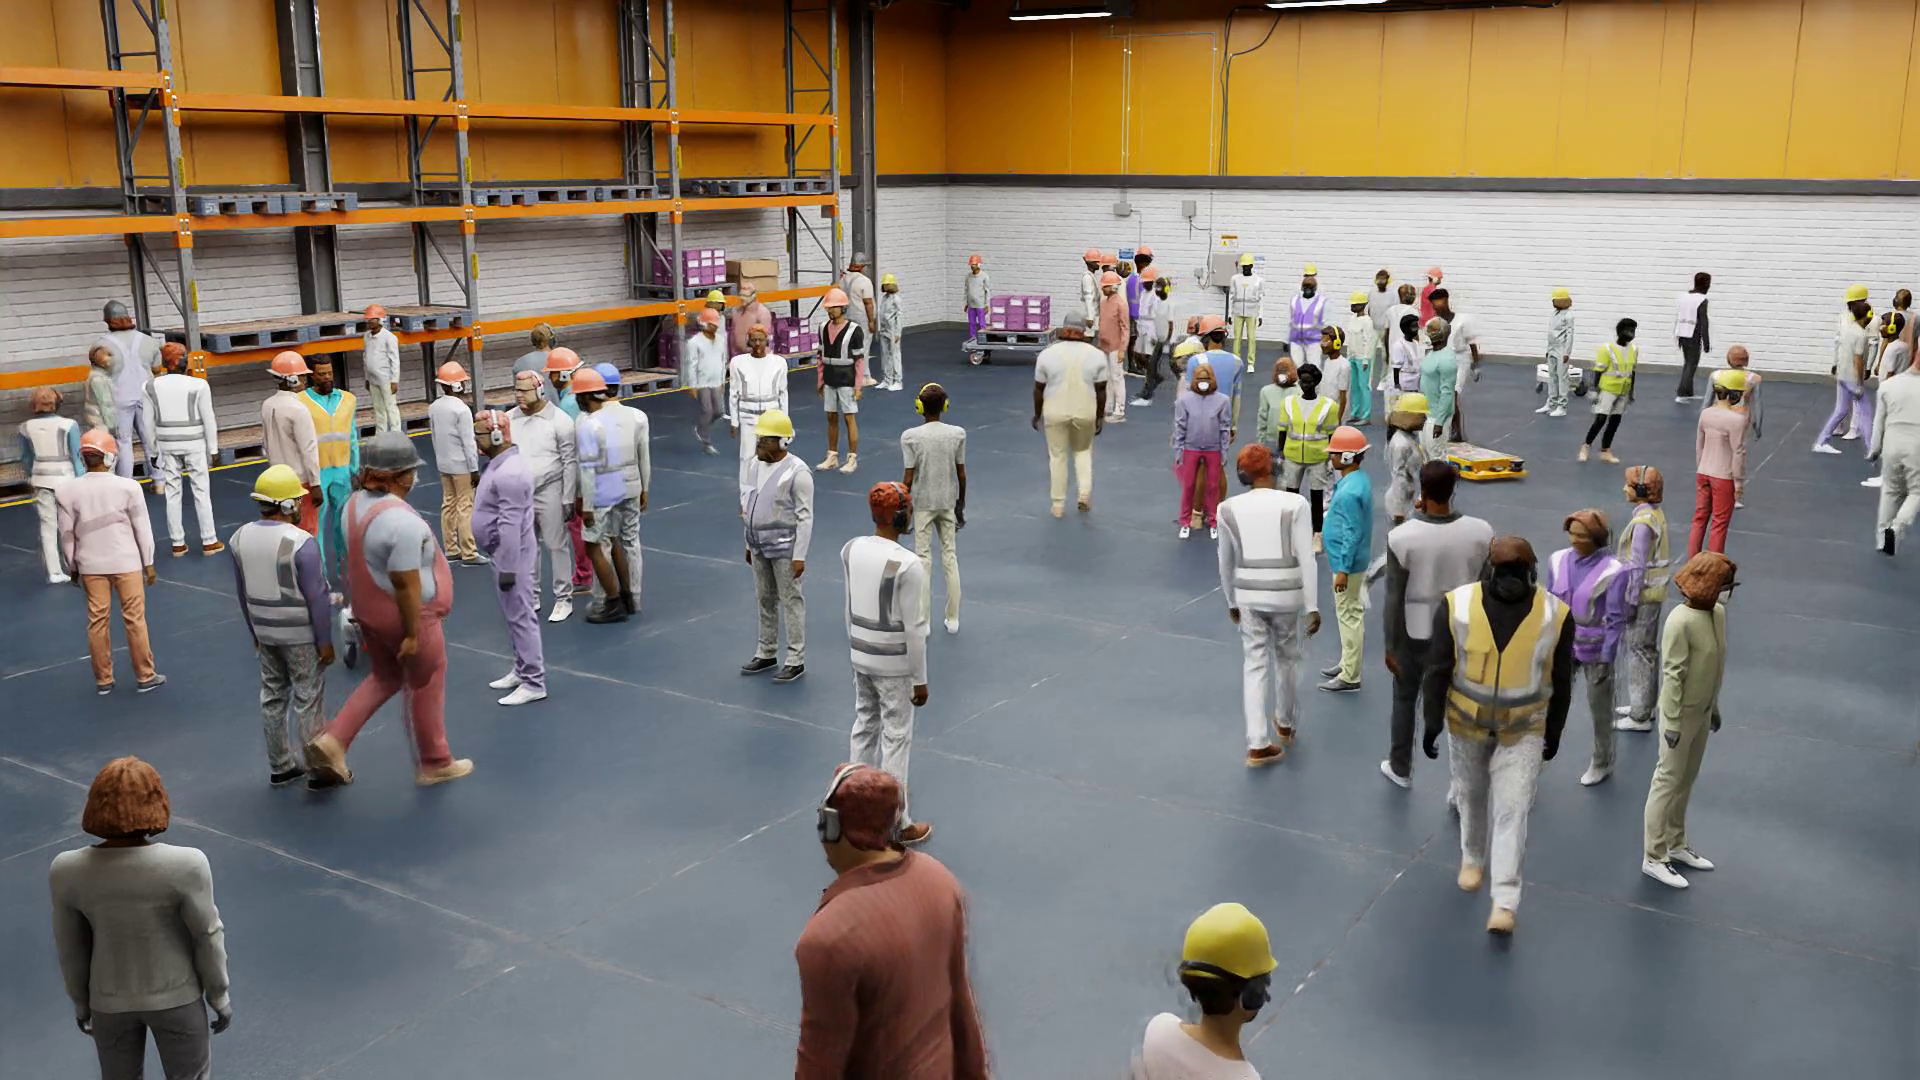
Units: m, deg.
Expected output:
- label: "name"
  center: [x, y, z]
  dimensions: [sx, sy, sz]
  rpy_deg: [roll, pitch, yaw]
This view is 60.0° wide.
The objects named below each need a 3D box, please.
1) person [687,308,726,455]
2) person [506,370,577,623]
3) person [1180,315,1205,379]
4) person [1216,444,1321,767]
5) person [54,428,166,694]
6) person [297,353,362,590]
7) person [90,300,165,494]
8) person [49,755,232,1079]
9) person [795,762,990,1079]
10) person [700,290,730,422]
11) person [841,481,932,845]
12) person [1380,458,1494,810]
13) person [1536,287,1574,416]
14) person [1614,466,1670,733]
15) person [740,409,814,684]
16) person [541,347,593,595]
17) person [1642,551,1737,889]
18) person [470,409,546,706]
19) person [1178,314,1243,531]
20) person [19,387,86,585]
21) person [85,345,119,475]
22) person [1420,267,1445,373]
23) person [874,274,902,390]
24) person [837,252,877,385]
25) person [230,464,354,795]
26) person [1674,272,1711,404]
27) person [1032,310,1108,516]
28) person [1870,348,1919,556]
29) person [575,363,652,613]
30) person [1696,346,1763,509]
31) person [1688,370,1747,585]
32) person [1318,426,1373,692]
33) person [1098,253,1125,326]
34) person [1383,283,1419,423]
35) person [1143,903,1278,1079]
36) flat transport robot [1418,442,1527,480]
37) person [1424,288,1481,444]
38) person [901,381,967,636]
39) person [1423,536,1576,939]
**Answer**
- label: "person"
  center: [-2.996, -1.878, 19.627]
  dimensions: [0.505, 1.732, 0.594]
  rpy_deg: [11, 17, 39]
- label: "person"
  center: [-3.190, -0.327, 12.521]
  dimensions: [0.651, 1.906, 0.403]
  rpy_deg: [5, 14, 20]
- label: "person"
  center: [2.756, -1.836, 19.670]
  dimensions: [0.313, 1.634, 0.514]
  rpy_deg: [0, 13, 0]
- label: "person"
  center: [1.815, 0.352, 9.736]
  dimensions: [0.657, 1.830, 0.835]
  rpy_deg: [5, 14, 20]
- label: "person"
  center: [-5.530, 0.141, 10.844]
  dimensions: [0.560, 1.742, 0.340]
  rpy_deg: [-2, 13, -8]
- label: "person"
  center: [-5.145, -0.565, 13.527]
  dimensions: [0.392, 1.919, 0.590]
  rpy_deg: [10, 17, 38]
- label: "person"
  center: [-8.570, -1.449, 17.090]
  dimensions: [0.536, 2.000, 0.675]
  rpy_deg: [12, 17, 41]
- label: "person"
  center: [-2.584, 1.474, 5.307]
  dimensions: [0.501, 1.633, 0.279]
  rpy_deg: [-1, 13, -6]
- label: "person"
  center: [-0.148, 1.550, 4.509]
  dimensions: [0.722, 1.868, 0.685]
  rpy_deg: [6, 14, 25]
- label: "person"
  center: [-3.245, -2.435, 22.045]
  dimensions: [0.347, 1.738, 0.486]
  rpy_deg: [7, 15, 28]
- label: "person"
  center: [-0.378, 0.632, 8.441]
  dimensions: [0.345, 1.873, 0.580]
  rpy_deg: [-11, 17, -41]
- label: "person"
  center: [2.571, 0.497, 8.984]
  dimensions: [0.600, 1.889, 0.800]
  rpy_deg: [0, 13, -2]
- label: "person"
  center: [8.097, -2.554, 22.545]
  dimensions: [0.314, 1.739, 0.485]
  rpy_deg: [-3, 13, -12]
- label: "person"
  center: [4.158, 0.355, 10.172]
  dimensions: [0.320, 1.631, 0.516]
  rpy_deg: [7, 15, 28]
- label: "person"
  center: [-1.239, 0.036, 11.095]
  dimensions: [0.587, 1.837, 0.404]
  rpy_deg: [11, 17, 40]
- label: "person"
  center: [-3.105, -0.550, 13.319]
  dimensions: [0.402, 1.986, 0.611]
  rpy_deg: [-1, 13, -3]
- label: "person"
  center: [3.528, 0.846, 8.031]
  dimensions: [0.497, 1.633, 0.289]
  rpy_deg: [-12, 18, -42]
- label: "person"
  center: [-2.929, 0.102, 10.693]
  dimensions: [0.396, 1.899, 0.636]
  rpy_deg: [-5, 14, -21]
- label: "person"
  center: [2.340, -1.096, 15.603]
  dimensions: [0.612, 2.028, 0.409]
  rpy_deg: [-7, 15, -28]
- label: "person"
  center: [-7.432, -0.471, 13.785]
  dimensions: [0.528, 1.597, 0.821]
  rpy_deg: [0, 13, -1]
- label: "person"
  center: [-8.679, -1.183, 16.880]
  dimensions: [0.324, 1.612, 0.624]
  rpy_deg: [-6, 14, -25]
- label: "person"
  center: [7.529, -3.513, 26.701]
  dimensions: [0.454, 1.733, 0.586]
  rpy_deg: [0, 13, 1]
- label: "person"
  center: [-1.080, -3.113, 24.978]
  dimensions: [0.379, 1.738, 0.514]
  rpy_deg: [-10, 16, -37]
- label: "person"
  center: [-1.544, -3.424, 25.657]
  dimensions: [0.535, 2.000, 0.683]
  rpy_deg: [-12, 18, -43]
- label: "person"
  center: [-3.665, 0.493, 9.123]
  dimensions: [0.590, 1.833, 0.404]
  rpy_deg: [5, 14, 22]
- label: "person"
  center: [10.471, -2.891, 23.755]
  dimensions: [0.663, 1.883, 0.648]
  rpy_deg: [-2, 13, -10]
- label: "person"
  center: [1.061, -1.251, 16.233]
  dimensions: [0.695, 2.000, 0.539]
  rpy_deg: [-1, 13, -4]
- label: "person"
  center: [8.264, -0.771, 14.496]
  dimensions: [0.664, 1.885, 0.667]
  rpy_deg: [-11, 17, -38]
- label: "person"
  center: [-2.645, -0.376, 12.676]
  dimensions: [0.620, 1.935, 0.414]
  rpy_deg: [-10, 16, -36]
- label: "person"
  center: [7.787, -1.154, 16.803]
  dimensions: [0.595, 1.581, 0.873]
  rpy_deg: [8, 15, 32]
- label: "person"
  center: [6.234, -0.512, 13.633]
  dimensions: [0.311, 1.768, 0.524]
  rpy_deg: [-3, 13, -14]
- label: "person"
  center: [2.516, 0.121, 10.909]
  dimensions: [0.342, 1.749, 0.569]
  rpy_deg: [4, 14, 17]
- label: "person"
  center: [2.344, -3.490, 26.047]
  dimensions: [0.395, 1.990, 0.619]
  rpy_deg: [-6, 14, -25]
- label: "person"
  center: [5.775, -2.425, 21.761]
  dimensions: [0.346, 1.842, 0.505]
  rpy_deg: [-10, 16, -38]
- label: "person"
  center: [0.661, 1.718, 4.052]
  dimensions: [0.863, 1.719, 0.528]
  rpy_deg: [-8, 15, -31]
- label: "flat transport robot"
  center: [5.619, -0.902, 18.594]
  dimensions: [0.652, 0.197, 1.431]
  rpy_deg: [-5, 14, -19]
- label: "person"
  center: [5.897, -2.067, 20.064]
  dimensions: [0.622, 1.910, 0.702]
  rpy_deg: [-10, 17, -38]
- label: "person"
  center: [-0.194, -0.228, 12.160]
  dimensions: [0.510, 1.877, 0.328]
  rpy_deg: [-5, 14, -19]
- label: "person"
  center: [2.440, 0.862, 7.609]
  dimensions: [0.635, 1.789, 0.971]
  rpy_deg: [5, 14, 22]
